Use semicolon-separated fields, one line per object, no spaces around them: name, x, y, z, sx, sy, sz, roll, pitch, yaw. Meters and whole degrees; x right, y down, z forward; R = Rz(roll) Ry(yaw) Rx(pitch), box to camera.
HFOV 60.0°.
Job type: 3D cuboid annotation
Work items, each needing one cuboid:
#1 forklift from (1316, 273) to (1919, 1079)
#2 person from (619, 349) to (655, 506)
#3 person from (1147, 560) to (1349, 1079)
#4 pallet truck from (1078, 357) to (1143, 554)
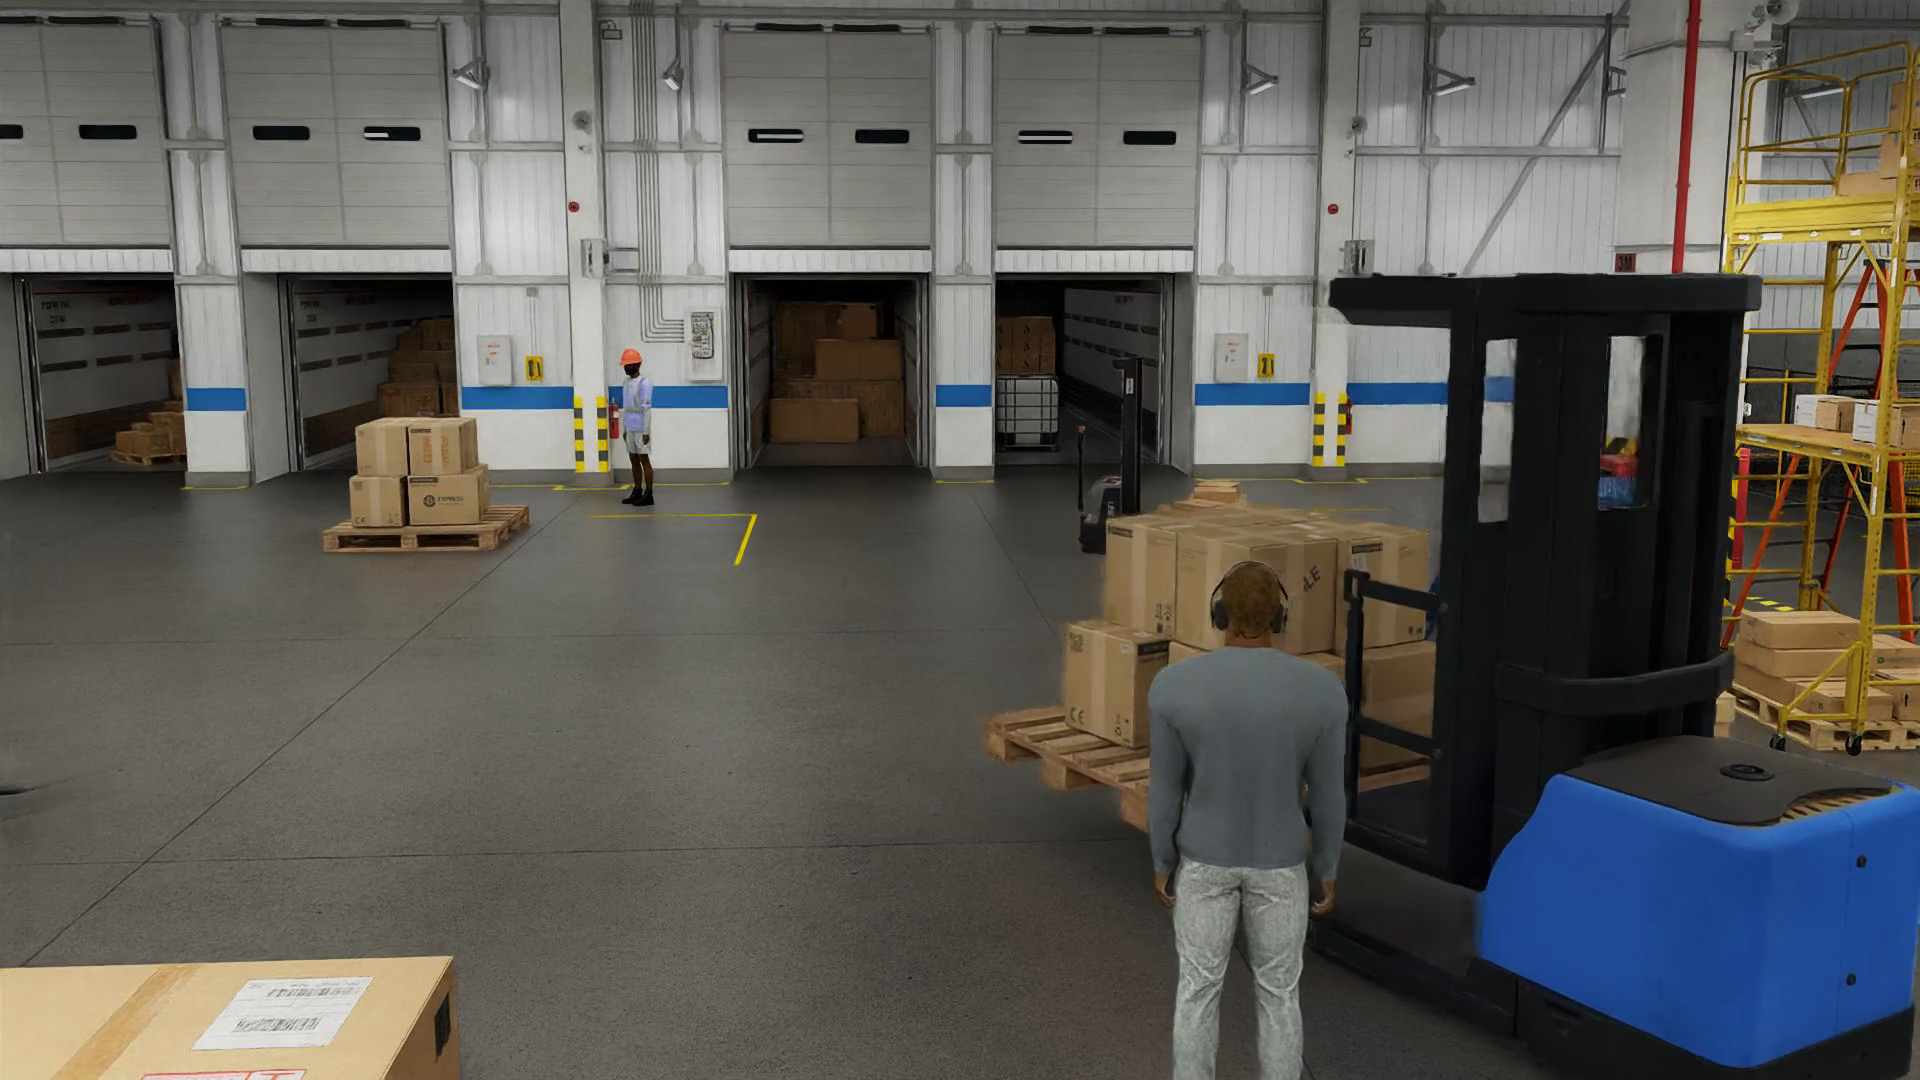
forklift;2.415;0.423;6.091;1.129;2.768;1.873;-5;10;-30
person;-3.977;-1.376;20.377;0.387;1.929;0.547;-8;12;-42
person;0.904;1.024;5.292;0.628;1.932;0.360;1;9;9
pallet truck;2.088;-0.836;16.757;1.885;1.965;0.823;2;9;13
